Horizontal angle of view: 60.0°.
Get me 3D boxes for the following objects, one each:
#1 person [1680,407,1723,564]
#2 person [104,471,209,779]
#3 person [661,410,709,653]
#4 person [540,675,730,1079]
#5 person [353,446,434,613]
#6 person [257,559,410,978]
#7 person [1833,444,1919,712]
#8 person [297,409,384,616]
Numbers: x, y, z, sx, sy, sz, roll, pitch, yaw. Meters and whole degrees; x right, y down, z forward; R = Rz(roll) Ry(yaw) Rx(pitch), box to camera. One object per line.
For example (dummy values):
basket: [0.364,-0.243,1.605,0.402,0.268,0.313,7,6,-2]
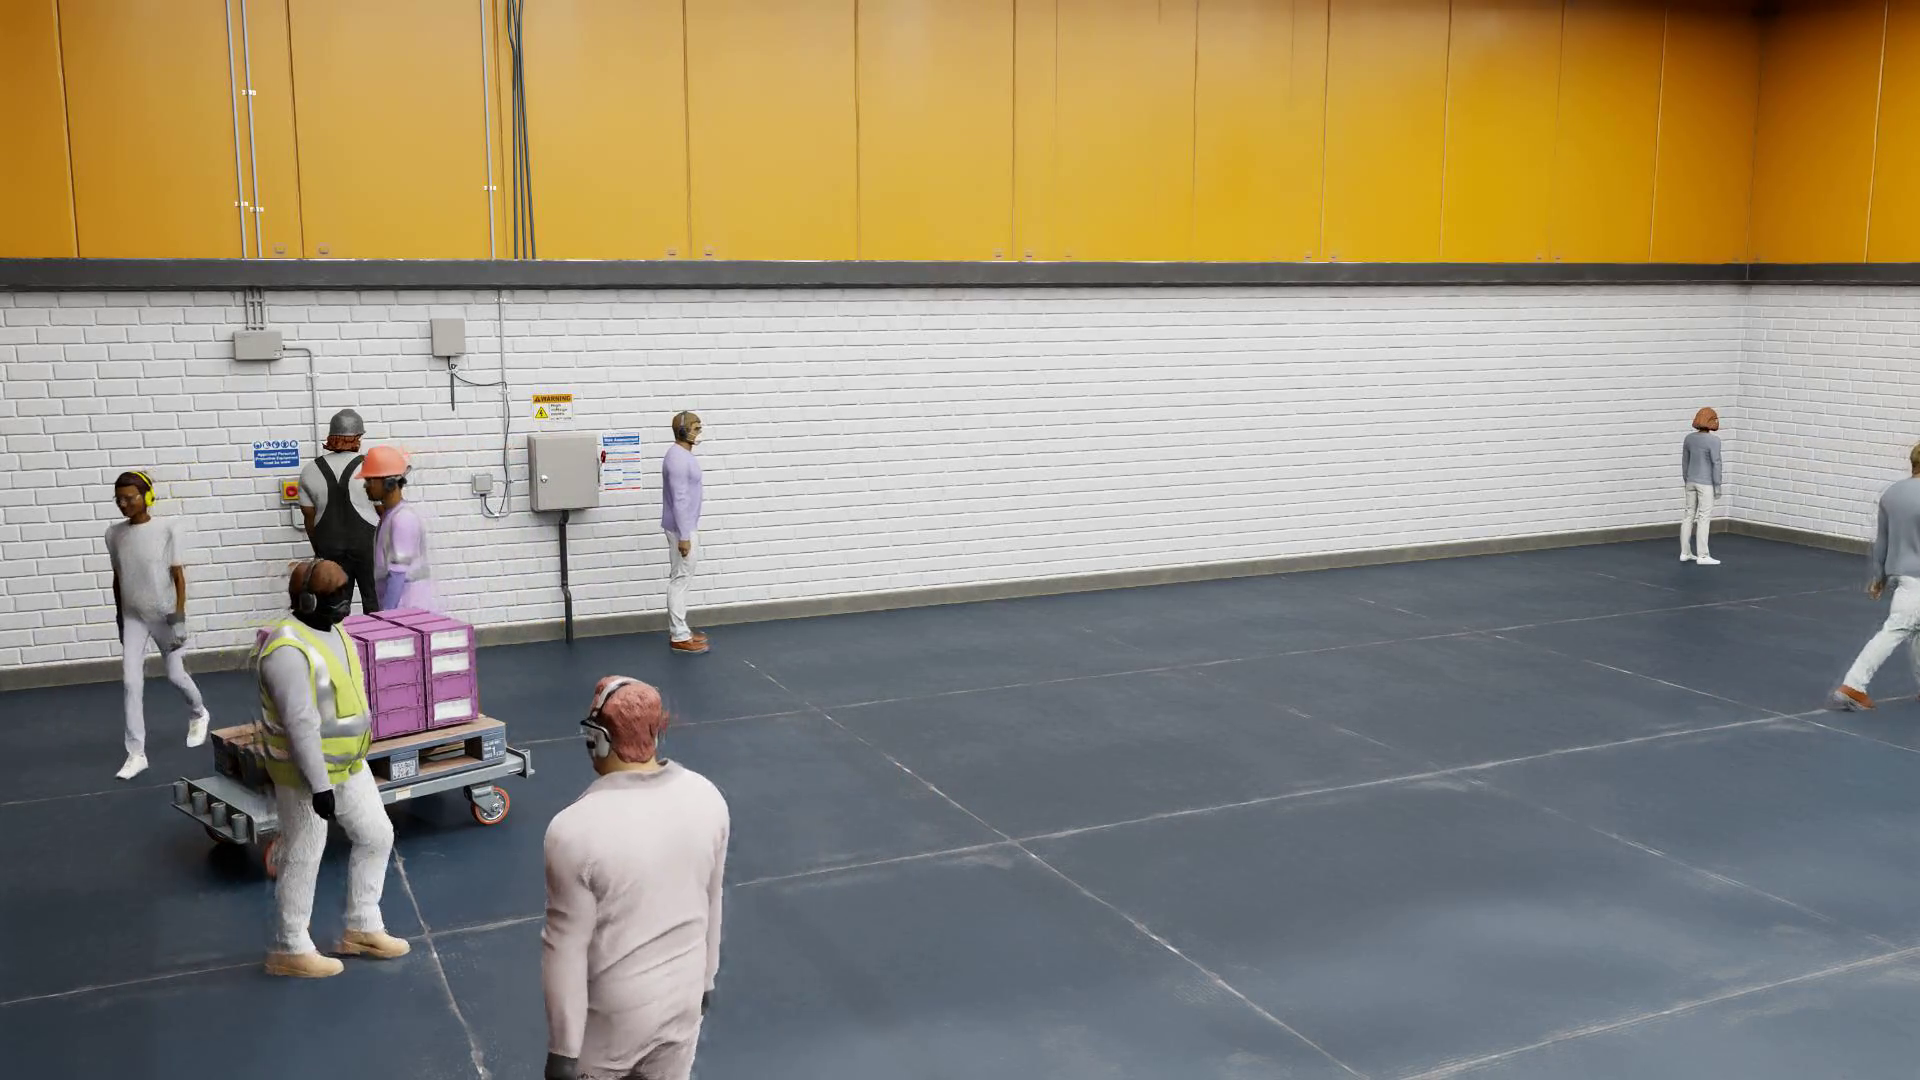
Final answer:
person: [7.735,-0.567,17.334,0.279,1.636,0.498,-3,10,-19]
person: [-4.978,0.471,10.281,0.516,1.841,0.885,0,9,-3]
person: [-2.207,-0.071,13.324,0.369,1.938,0.630,-1,9,-7]
person: [-0.960,1.323,4.824,0.433,1.888,0.665,7,12,38]
person: [-3.466,0.428,10.068,1.053,1.984,0.617,-5,11,-30]
person: [-2.679,0.989,7.136,0.661,1.822,0.638,1,9,6]
person: [6.551,0.251,11.502,1.046,1.898,0.629,0,9,-2]
person: [-4.483,0.039,12.329,0.684,2.000,0.538,0,9,0]
